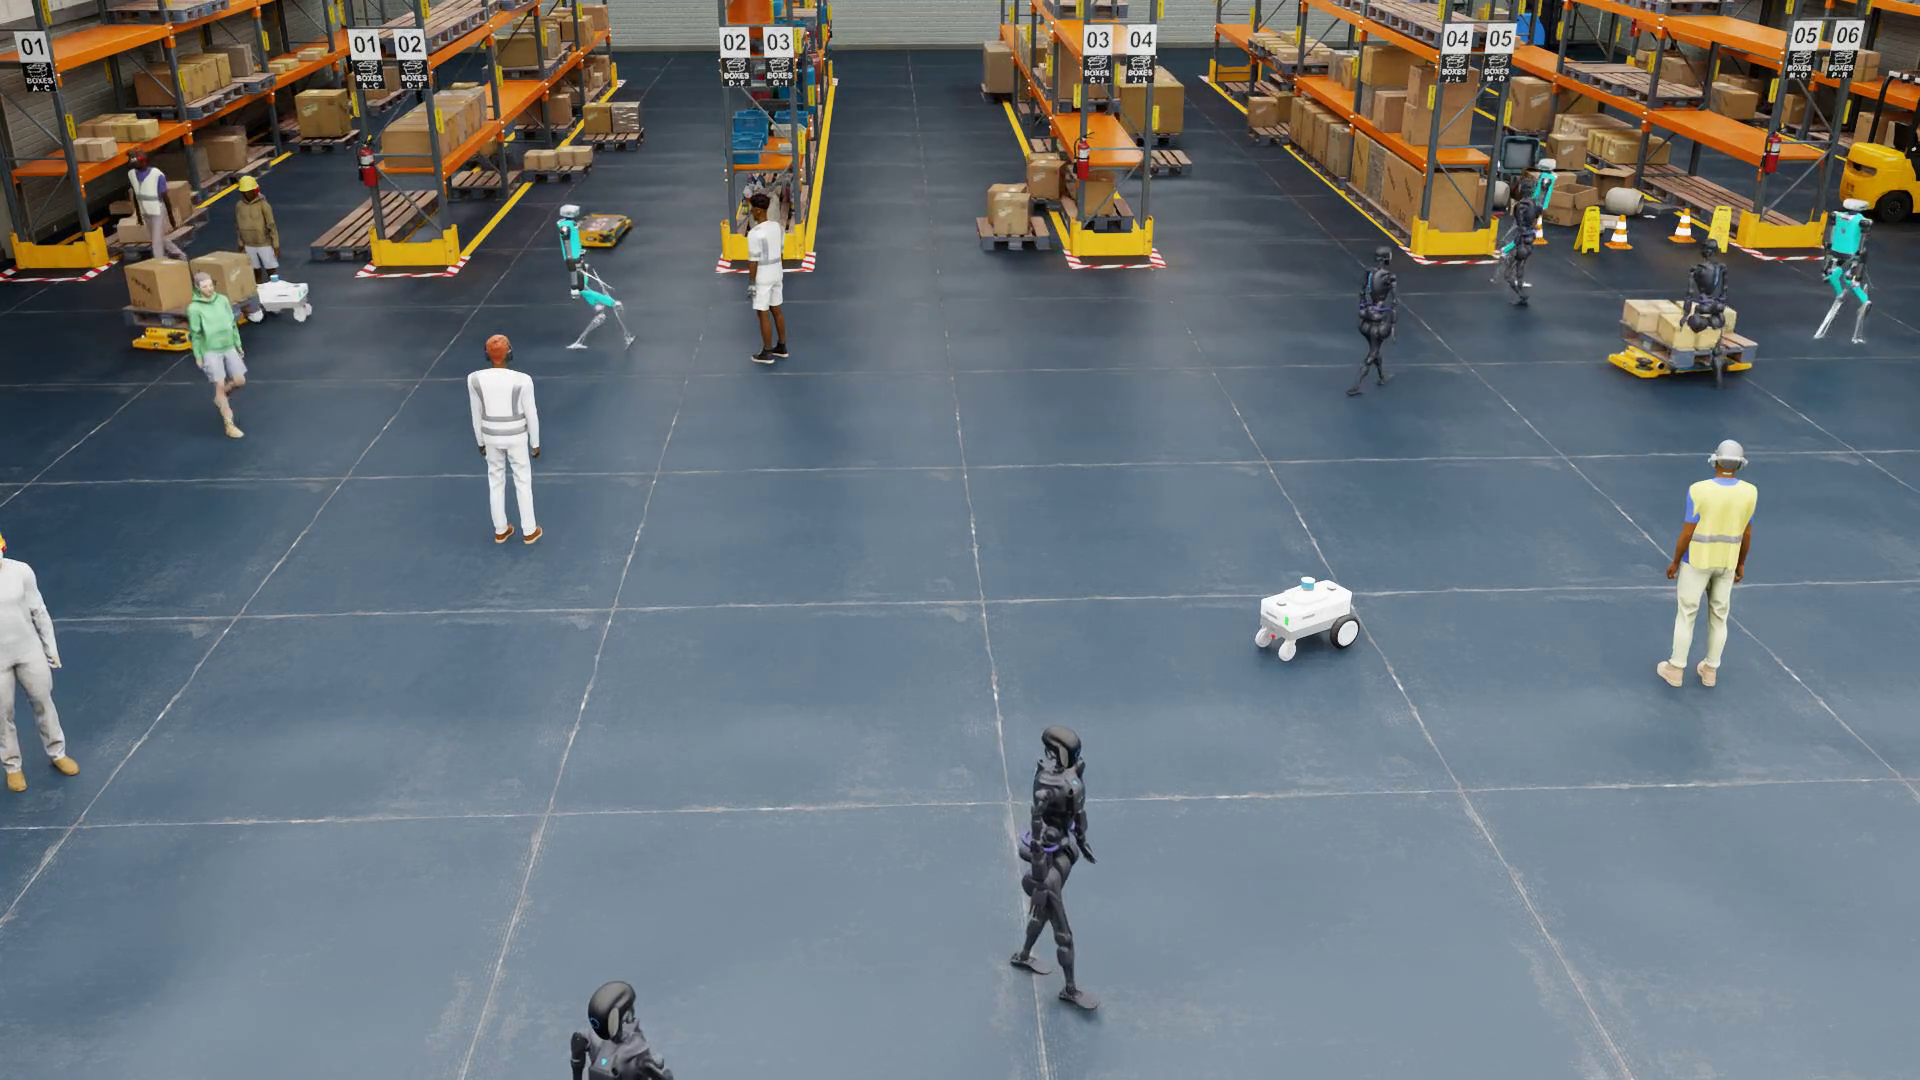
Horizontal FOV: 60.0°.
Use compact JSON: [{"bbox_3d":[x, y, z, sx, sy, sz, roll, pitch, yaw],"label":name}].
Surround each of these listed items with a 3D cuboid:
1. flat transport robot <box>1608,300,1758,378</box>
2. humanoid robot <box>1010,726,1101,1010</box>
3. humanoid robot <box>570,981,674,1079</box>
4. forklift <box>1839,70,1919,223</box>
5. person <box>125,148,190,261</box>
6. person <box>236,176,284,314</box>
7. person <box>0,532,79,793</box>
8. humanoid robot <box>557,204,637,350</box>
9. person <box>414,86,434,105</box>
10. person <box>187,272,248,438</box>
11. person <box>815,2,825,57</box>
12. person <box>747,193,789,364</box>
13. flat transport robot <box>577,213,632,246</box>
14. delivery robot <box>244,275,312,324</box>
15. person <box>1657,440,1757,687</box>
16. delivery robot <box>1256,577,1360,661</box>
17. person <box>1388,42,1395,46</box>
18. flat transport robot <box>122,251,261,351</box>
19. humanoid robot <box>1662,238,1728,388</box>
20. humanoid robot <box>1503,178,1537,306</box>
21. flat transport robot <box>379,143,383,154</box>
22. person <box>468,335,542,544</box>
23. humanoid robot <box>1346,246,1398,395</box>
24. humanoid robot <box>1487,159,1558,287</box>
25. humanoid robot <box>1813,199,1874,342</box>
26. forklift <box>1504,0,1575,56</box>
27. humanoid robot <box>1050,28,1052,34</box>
[{"bbox_3d":[8.313,-2.095,19.180,1.431,0.231,0.659,-5,25,-12],"label":"flat transport robot"},{"bbox_3d":[0.549,1.708,8.926,0.633,1.636,0.589,13,27,26],"label":"humanoid robot"},{"bbox_3d":[-1.370,2.569,7.035,0.608,1.635,0.796,12,27,25],"label":"humanoid robot"},{"bbox_3d":[15.132,-6.143,25.915,2.313,2.155,1.214,-1,24,-2],"label":"forklift"},{"bbox_3d":[-10.895,-4.430,22.548,0.590,1.801,0.876,8,25,18],"label":"person"},{"bbox_3d":[-8.868,-3.742,21.052,0.540,1.757,0.414,2,24,6],"label":"person"},{"bbox_3d":[-6.184,0.745,10.811,0.574,1.888,0.375,-20,31,-37],"label":"person"},{"bbox_3d":[-4.220,-3.069,19.605,0.996,1.774,0.537,-1,24,-2],"label":"humanoid robot"},{"bbox_3d":[-10.971,-9.446,33.959,0.542,1.669,0.695,-2,24,-3],"label":"person"},{"bbox_3d":[-7.595,-1.914,16.973,0.490,1.724,0.495,17,29,34],"label":"person"},{"bbox_3d":[-3.588,-12.870,41.579,0.571,1.747,0.526,-9,25,-19],"label":"person"},{"bbox_3d":[-2.240,-3.026,19.209,0.372,1.955,0.603,13,27,27],"label":"person"},{"bbox_3d":[-5.392,-4.636,24.888,0.659,0.231,1.431,1,24,1],"label":"flat transport robot"},{"bbox_3d":[-8.611,-3.028,20.945,0.816,0.612,0.499,-2,24,-4],"label":"delivery robot"},{"bbox_3d":[5.428,0.189,12.055,0.528,1.891,0.395,2,24,4],"label":"person"},{"bbox_3d":[2.682,0.579,12.843,0.811,0.614,0.499,-14,28,-29],"label":"delivery robot"},{"bbox_3d":[11.042,-12.918,41.677,0.974,1.739,0.636,1,24,3],"label":"person"},{"bbox_3d":[-9.379,-2.621,20.362,0.659,0.231,1.431,6,25,12],"label":"flat transport robot"},{"bbox_3d":[8.258,-2.513,18.430,0.610,1.615,0.686,-9,25,-18],"label":"humanoid robot"},{"bbox_3d":[7.203,-3.804,21.284,0.371,1.642,0.598,11,26,24],"label":"humanoid robot"},{"bbox_3d":[-10.376,-7.446,31.204,0.659,0.231,1.431,-1,24,-2],"label":"flat transport robot"},{"bbox_3d":[-3.931,-0.863,14.443,0.565,1.878,0.352,0,24,0],"label":"person"},{"bbox_3d":[4.585,-2.415,18.218,0.777,1.622,0.611,-12,27,-26],"label":"humanoid robot"},{"bbox_3d":[7.395,-4.146,22.084,0.850,1.853,0.568,9,26,20],"label":"humanoid robot"},{"bbox_3d":[10.707,-3.221,19.945,0.799,1.800,0.532,-13,27,-27],"label":"humanoid robot"},{"bbox_3d":[14.700,-13.805,42.301,1.873,2.768,1.129,-1,24,-2],"label":"forklift"},{"bbox_3d":[2.502,-12.688,41.271,0.541,1.841,0.786,-16,28,-32],"label":"humanoid robot"}]
